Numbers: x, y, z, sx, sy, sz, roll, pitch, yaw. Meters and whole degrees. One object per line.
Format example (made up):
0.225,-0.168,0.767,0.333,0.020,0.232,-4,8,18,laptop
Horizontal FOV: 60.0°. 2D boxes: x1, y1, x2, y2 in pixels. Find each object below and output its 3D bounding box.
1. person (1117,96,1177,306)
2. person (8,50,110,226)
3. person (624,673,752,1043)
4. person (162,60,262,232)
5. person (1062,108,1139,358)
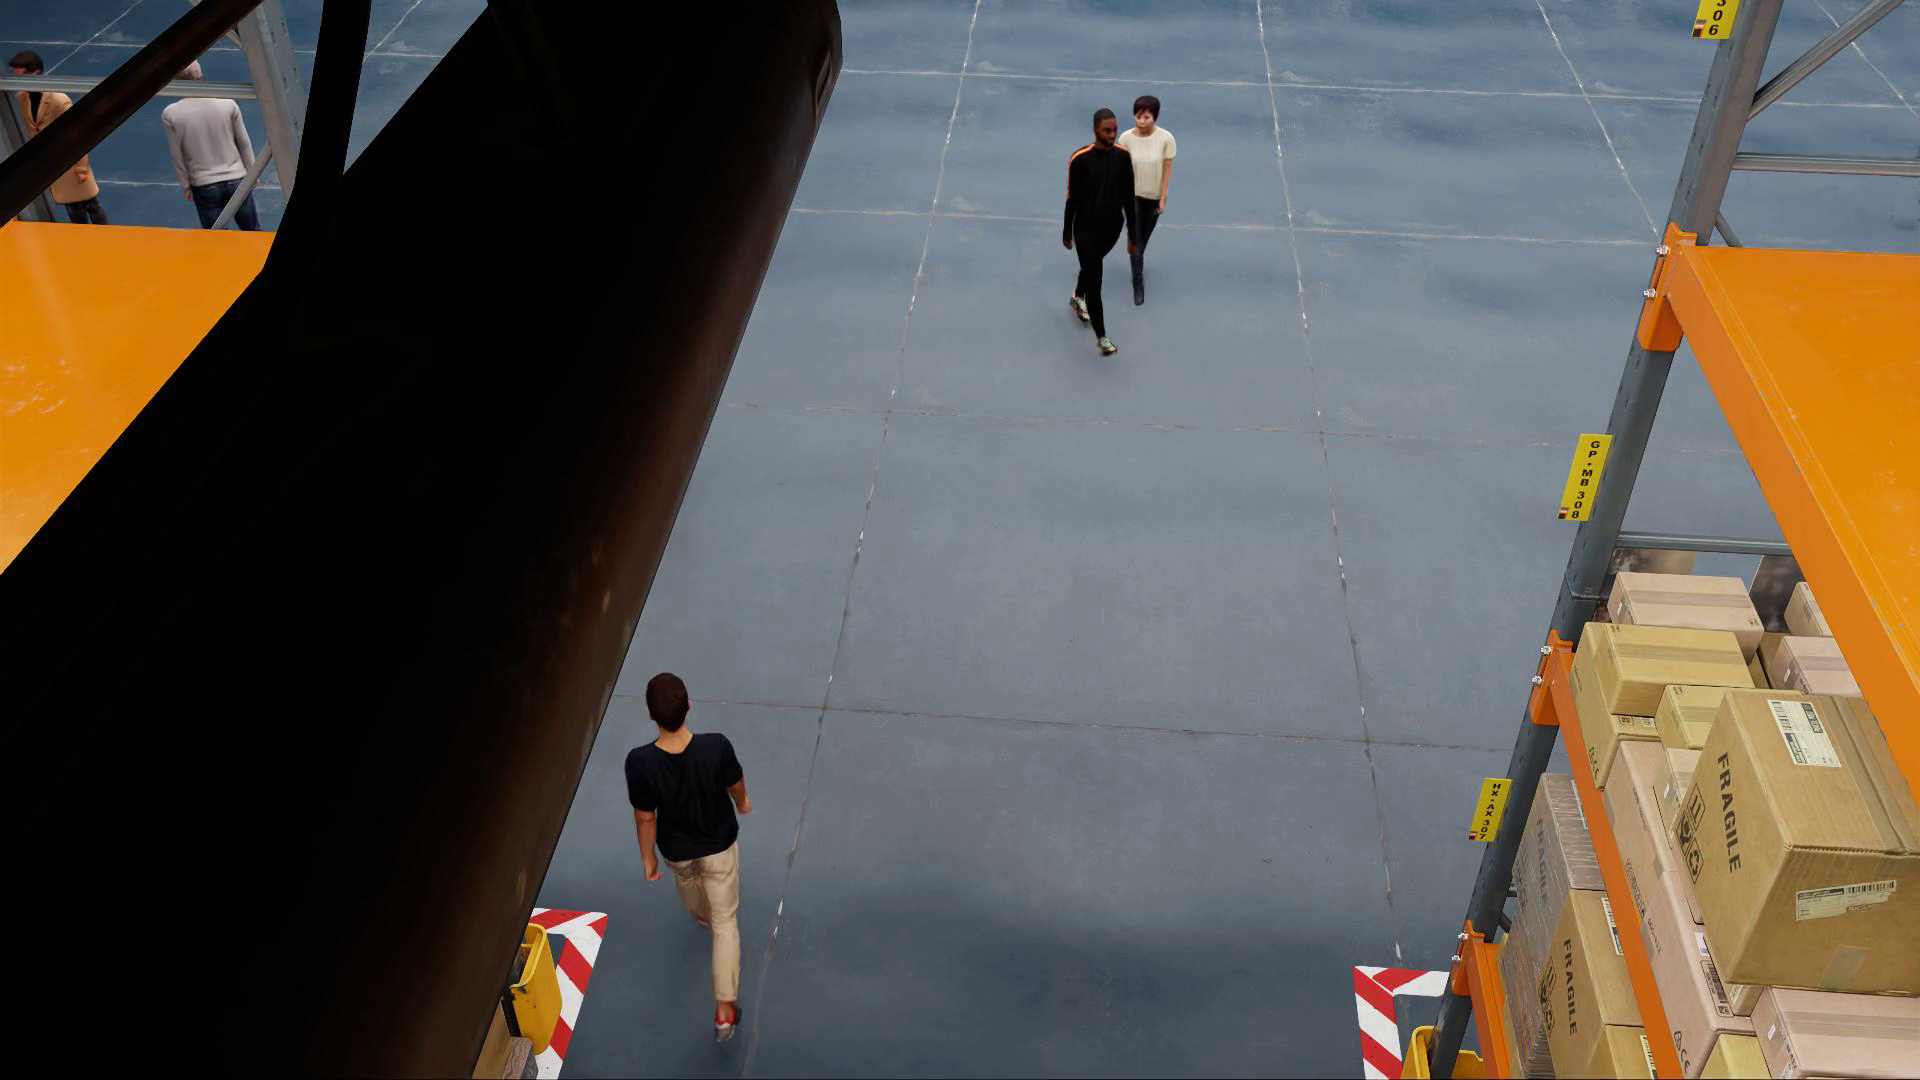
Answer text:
1.400,-2.633,12.610,0.631,1.543,1.015,1,38,1,person
-6.951,-2.968,12.889,0.702,1.728,0.697,12,40,15,person
-1.131,1.396,7.242,0.818,1.812,1.253,-4,38,-5,person
-5.491,-2.644,12.333,0.822,1.903,0.853,-22,43,-25,person
0.953,-2.269,11.969,0.972,1.761,1.301,-12,40,-14,person
